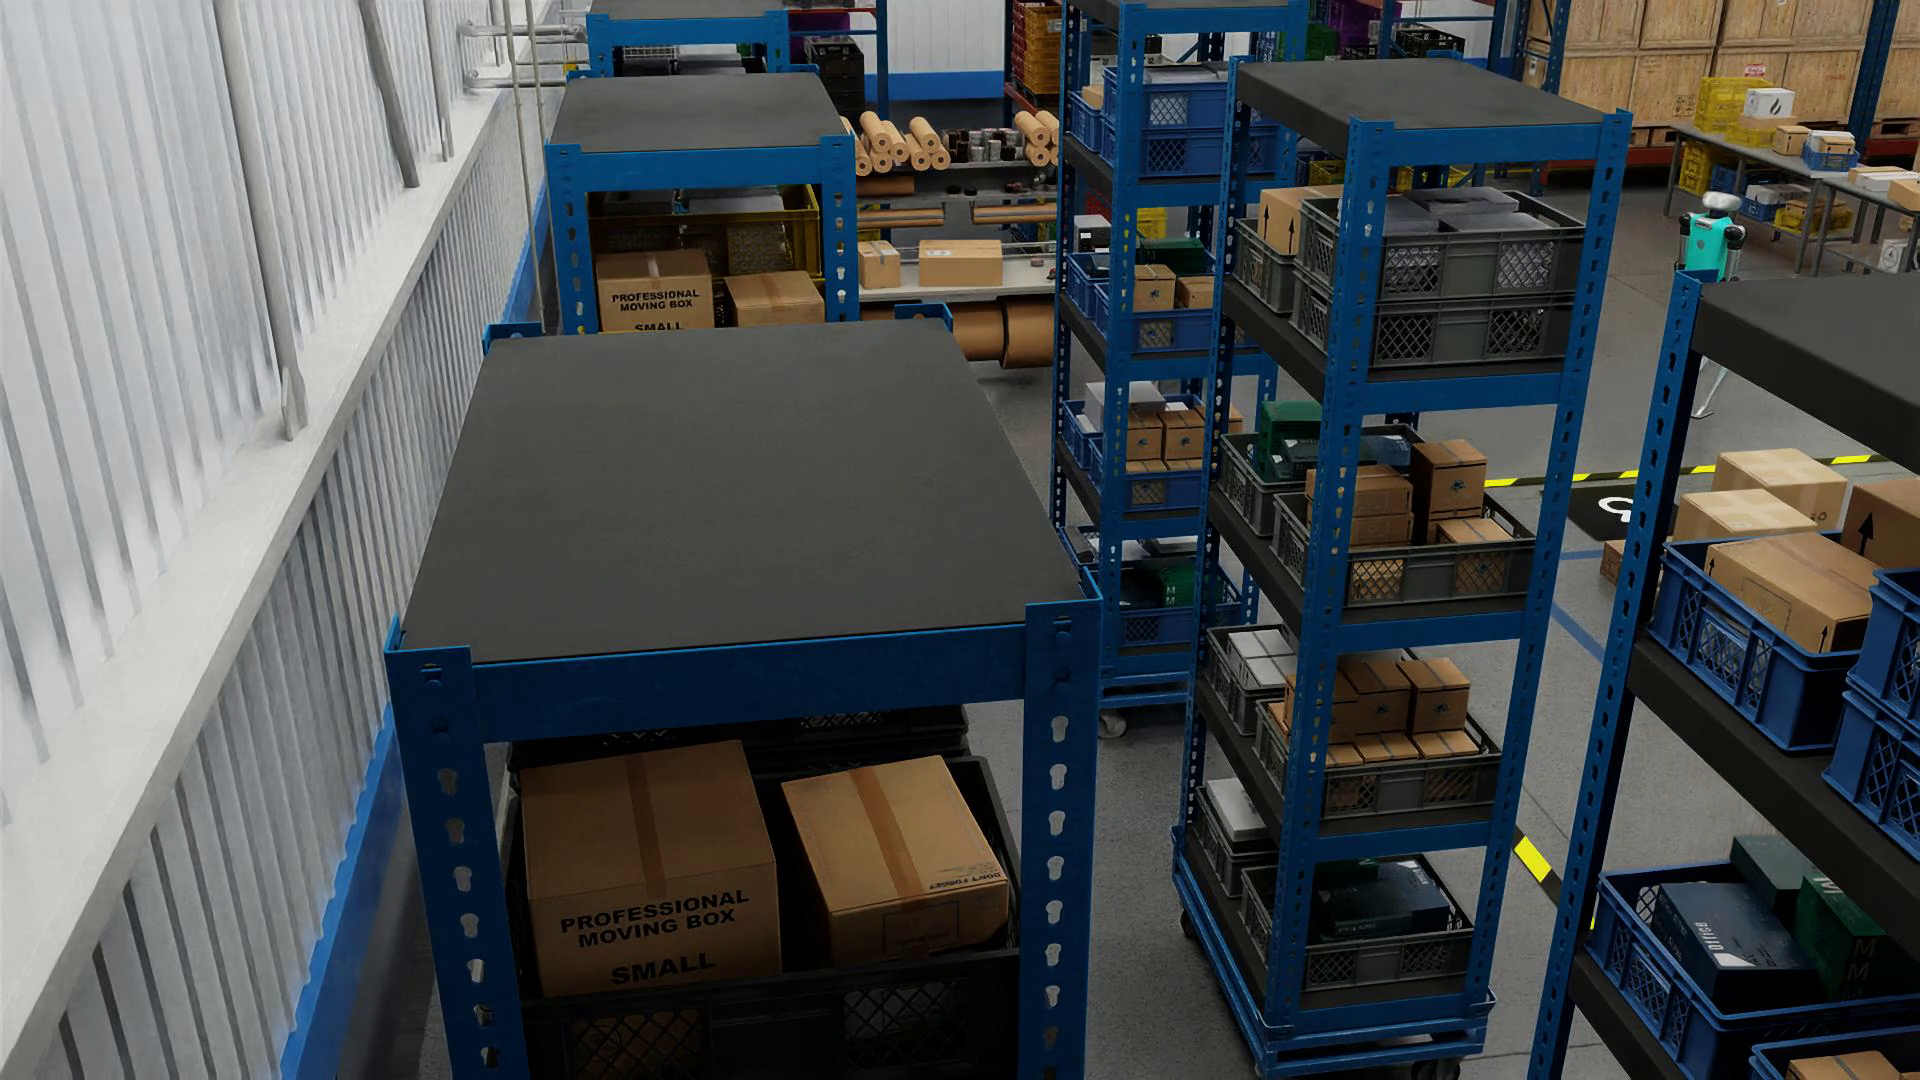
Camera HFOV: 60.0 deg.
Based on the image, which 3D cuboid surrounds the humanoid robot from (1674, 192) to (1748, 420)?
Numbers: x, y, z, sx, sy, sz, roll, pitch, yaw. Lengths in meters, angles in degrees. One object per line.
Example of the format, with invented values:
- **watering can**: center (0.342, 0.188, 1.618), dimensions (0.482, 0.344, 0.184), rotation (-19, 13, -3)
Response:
- **humanoid robot**: center (5.556, -1.728, 12.140), dimensions (0.735, 1.674, 0.533), rotation (-12, 27, -24)

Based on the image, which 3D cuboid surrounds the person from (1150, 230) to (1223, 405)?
- **person**: center (1.473, -1.107, 10.810), dimensions (0.598, 1.850, 0.385), rotation (-3, 25, -6)
